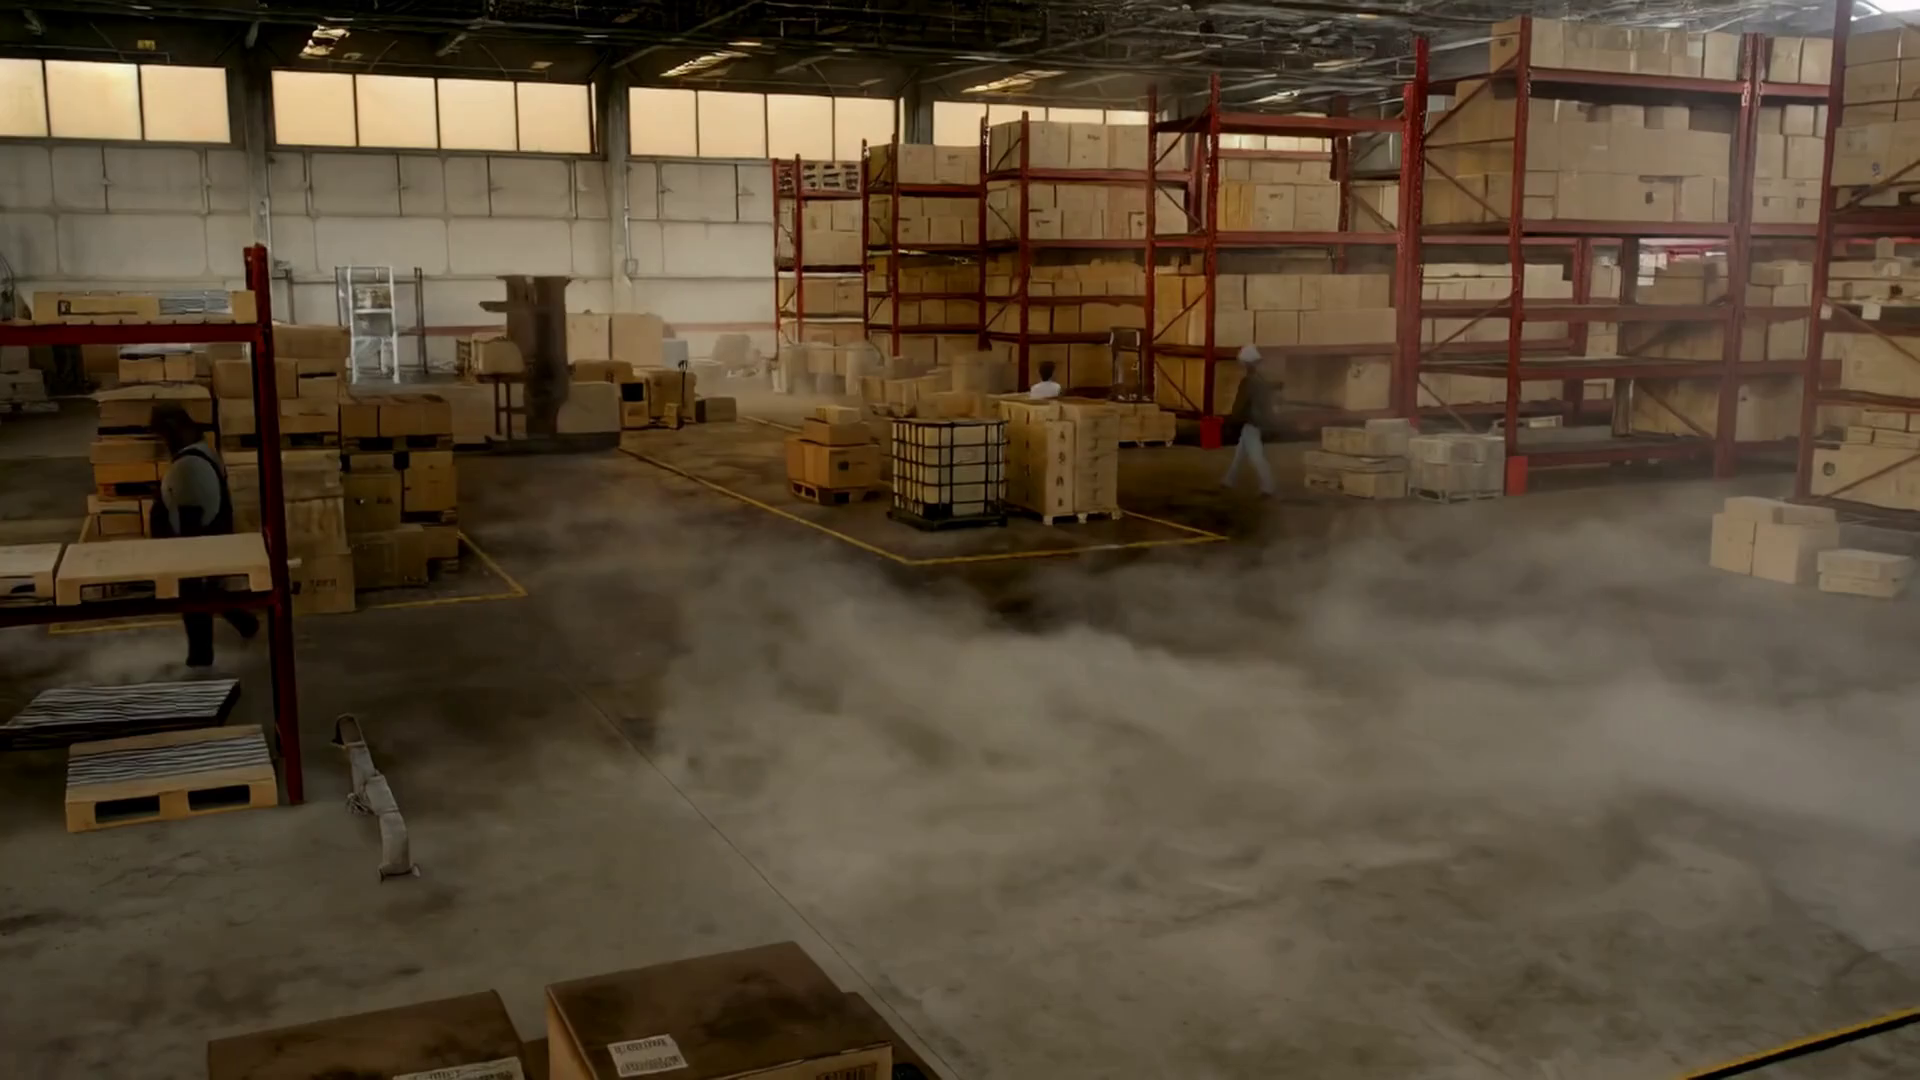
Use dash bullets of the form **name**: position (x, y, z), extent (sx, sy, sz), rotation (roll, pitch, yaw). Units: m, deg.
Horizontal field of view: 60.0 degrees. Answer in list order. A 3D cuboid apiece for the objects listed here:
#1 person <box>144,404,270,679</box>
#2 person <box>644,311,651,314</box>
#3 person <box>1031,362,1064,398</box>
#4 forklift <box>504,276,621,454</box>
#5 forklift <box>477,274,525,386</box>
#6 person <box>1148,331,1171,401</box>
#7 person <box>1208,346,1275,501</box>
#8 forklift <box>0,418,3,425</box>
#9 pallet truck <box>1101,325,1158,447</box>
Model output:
- **person**: position (-5.353, -0.015, 11.780), extent (0.701, 2.000, 0.753), rotation (-1, 9, -8)
- **person**: position (-7.976, -4.952, 42.933), extent (0.553, 1.887, 0.990), rotation (1, 9, 7)
- **person**: position (1.194, -1.623, 22.952), extent (0.537, 1.653, 0.865), rotation (-8, 12, -39)
- **forklift**: position (-6.530, -2.852, 26.782), extent (1.873, 2.768, 1.129), rotation (-4, 10, -25)
- **forklift**: position (-11.316, -5.371, 42.413), extent (1.873, 2.768, 1.129), rotation (-4, 10, -25)
- **person**: position (3.914, -3.259, 32.684), extent (0.945, 1.797, 0.639), rotation (-4, 10, -23)
- **person**: position (3.626, -1.492, 21.237), extent (1.019, 1.938, 0.611), rotation (6, 11, 32)
- **forklift**: position (-18.943, -3.530, 30.990), extent (1.873, 2.768, 1.129), rotation (7, 12, 39)
- **pallet truck**: position (2.881, -2.596, 27.923), extent (0.823, 1.965, 1.885), rotation (-1, 9, -7)
